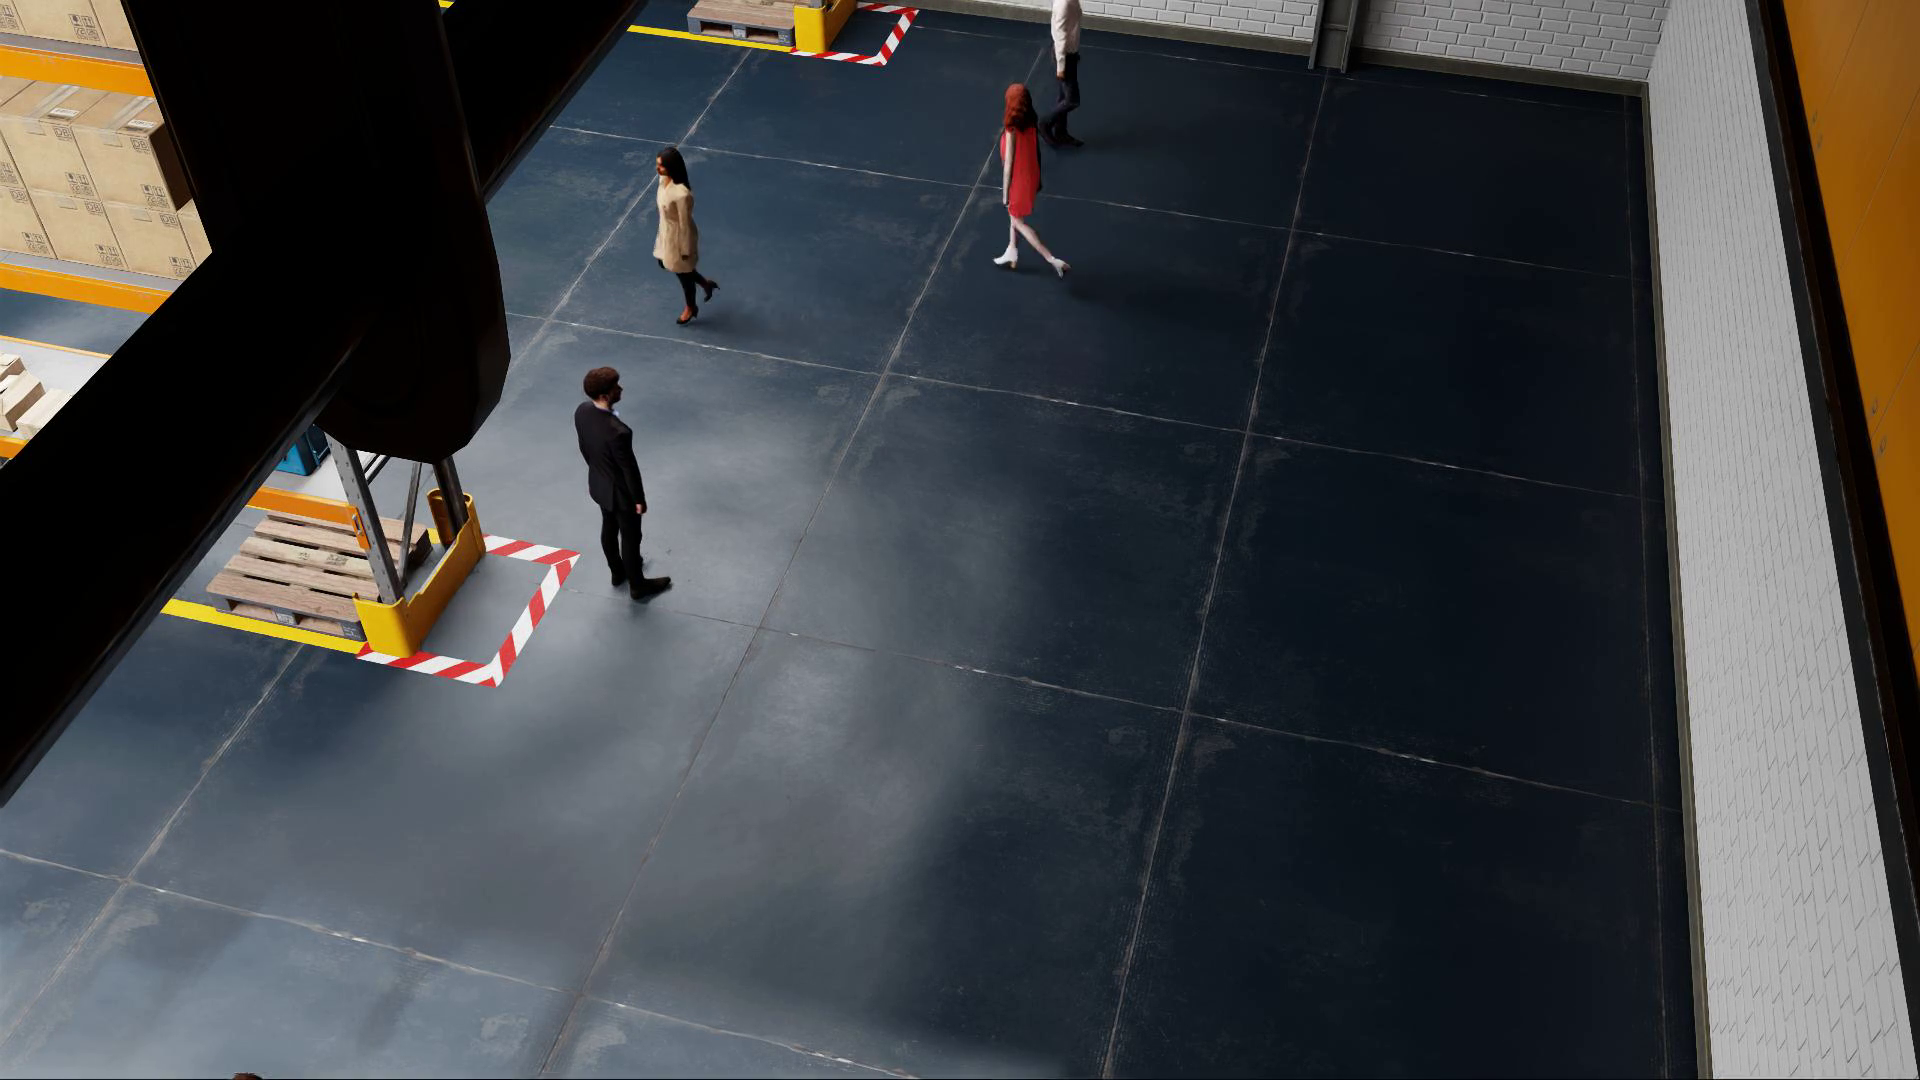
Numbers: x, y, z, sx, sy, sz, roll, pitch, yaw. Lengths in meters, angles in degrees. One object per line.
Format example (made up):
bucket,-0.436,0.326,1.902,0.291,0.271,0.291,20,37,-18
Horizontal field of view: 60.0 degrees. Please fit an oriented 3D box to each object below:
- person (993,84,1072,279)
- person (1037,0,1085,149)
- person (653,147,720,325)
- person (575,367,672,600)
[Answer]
person,0.601,-2.974,14.095,1.095,1.796,0.769,24,49,23
person,0.920,-4.555,15.707,0.714,1.862,0.711,8,44,8
person,-2.228,-2.517,13.705,0.911,1.671,0.850,-19,47,-19
person,-2.345,-0.381,11.307,0.722,1.887,0.844,34,53,30
